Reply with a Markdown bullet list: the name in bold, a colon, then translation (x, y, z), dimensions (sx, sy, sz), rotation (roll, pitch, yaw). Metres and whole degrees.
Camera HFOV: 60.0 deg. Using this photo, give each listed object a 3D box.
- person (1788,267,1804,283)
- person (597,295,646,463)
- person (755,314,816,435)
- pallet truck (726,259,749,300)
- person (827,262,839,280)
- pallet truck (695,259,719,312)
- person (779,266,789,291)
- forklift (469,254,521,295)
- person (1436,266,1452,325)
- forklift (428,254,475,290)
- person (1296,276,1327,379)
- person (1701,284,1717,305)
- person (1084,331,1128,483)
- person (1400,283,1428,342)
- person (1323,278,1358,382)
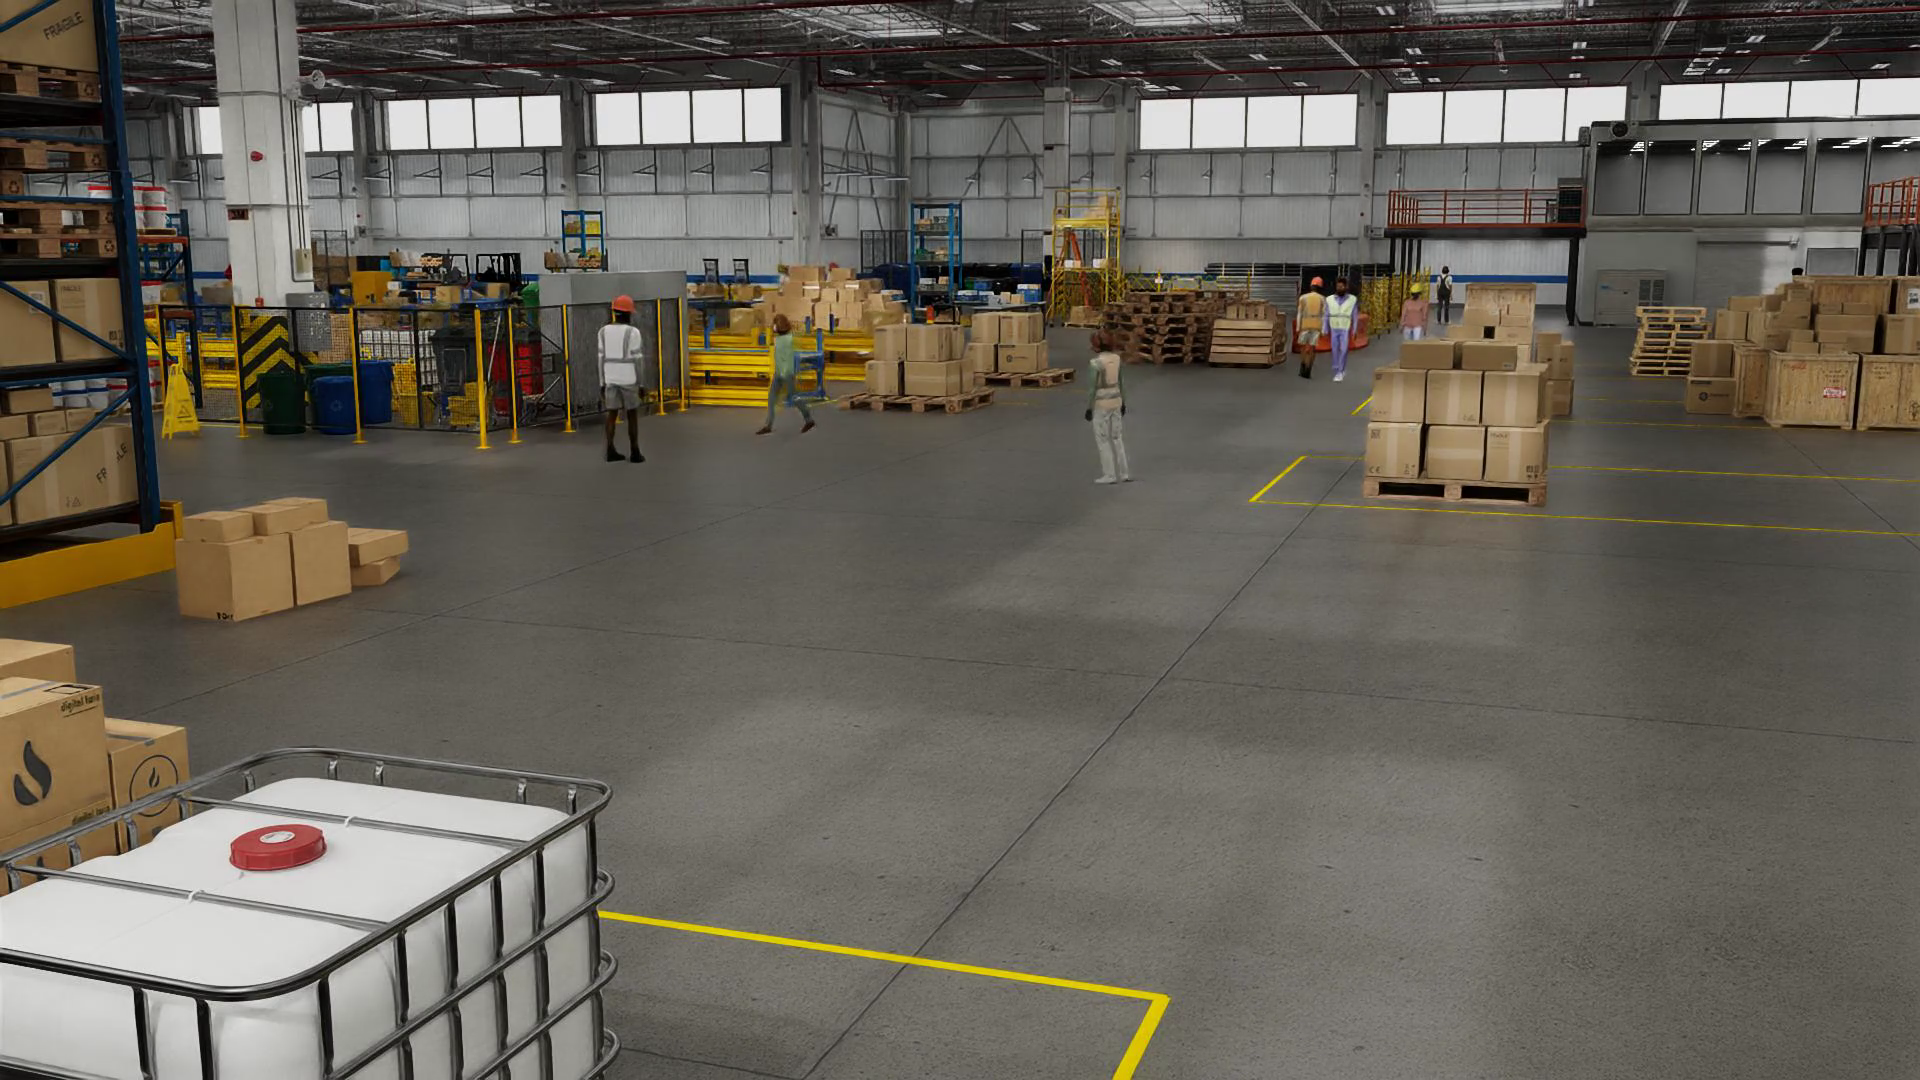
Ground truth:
- **person**: translation (20.049, -5.567, 39.996), dimensions (0.361, 1.964, 0.618), rotation (-1, 10, -3)
- **person**: translation (-3.894, -1.852, 19.160), dimensions (0.551, 1.937, 0.383), rotation (4, 11, 21)
- **person**: translation (-2.310, -2.203, 22.077), dimensions (0.824, 1.599, 0.498), rotation (-8, 13, -37)
- **pallet truck**: translation (-7.986, -9.493, 62.019), dimensions (0.823, 1.965, 1.885), rotation (3, 11, 17)
- **person**: translation (-3.678, -7.405, 50.268), dimensions (0.670, 1.990, 0.412), rotation (-2, 10, -11)
- **pallet truck**: translation (-9.165, -9.627, 62.776), dimensions (0.823, 1.965, 1.885), rotation (4, 11, 23)
- **person**: translation (-5.311, -7.575, 51.616), dimensions (0.998, 1.850, 0.665), rotation (5, 11, 26)
- **forklift**: translation (-17.990, -10.121, 64.684), dimensions (1.157, 1.987, 2.680), rotation (3, 11, 17)
- **person**: translation (15.223, -7.679, 52.240), dimensions (0.514, 1.843, 0.339), rotation (8, 13, 38)
- **forklift**: translation (-20.133, -10.254, 65.465), dimensions (1.157, 1.987, 2.680), rotation (3, 11, 19)
- **person**: translation (6.600, -3.988, 31.255), dimensions (0.583, 1.910, 0.492), rotation (1, 10, 3)
- **person**: translation (23.482, -7.702, 52.163), dimensions (0.651, 1.907, 0.409), rotation (0, 10, -3)
- **person**: translation (1.546, -1.389, 17.494), dimensions (0.320, 1.608, 0.612), rotation (9, 14, 43)
- **person**: translation (9.045, -4.233, 33.068), dimensions (0.545, 1.750, 0.506), rotation (7, 12, 35)
- **person**: translation (6.910, -3.813, 30.321), dimensions (0.596, 1.888, 0.839), rotation (4, 11, 22)
